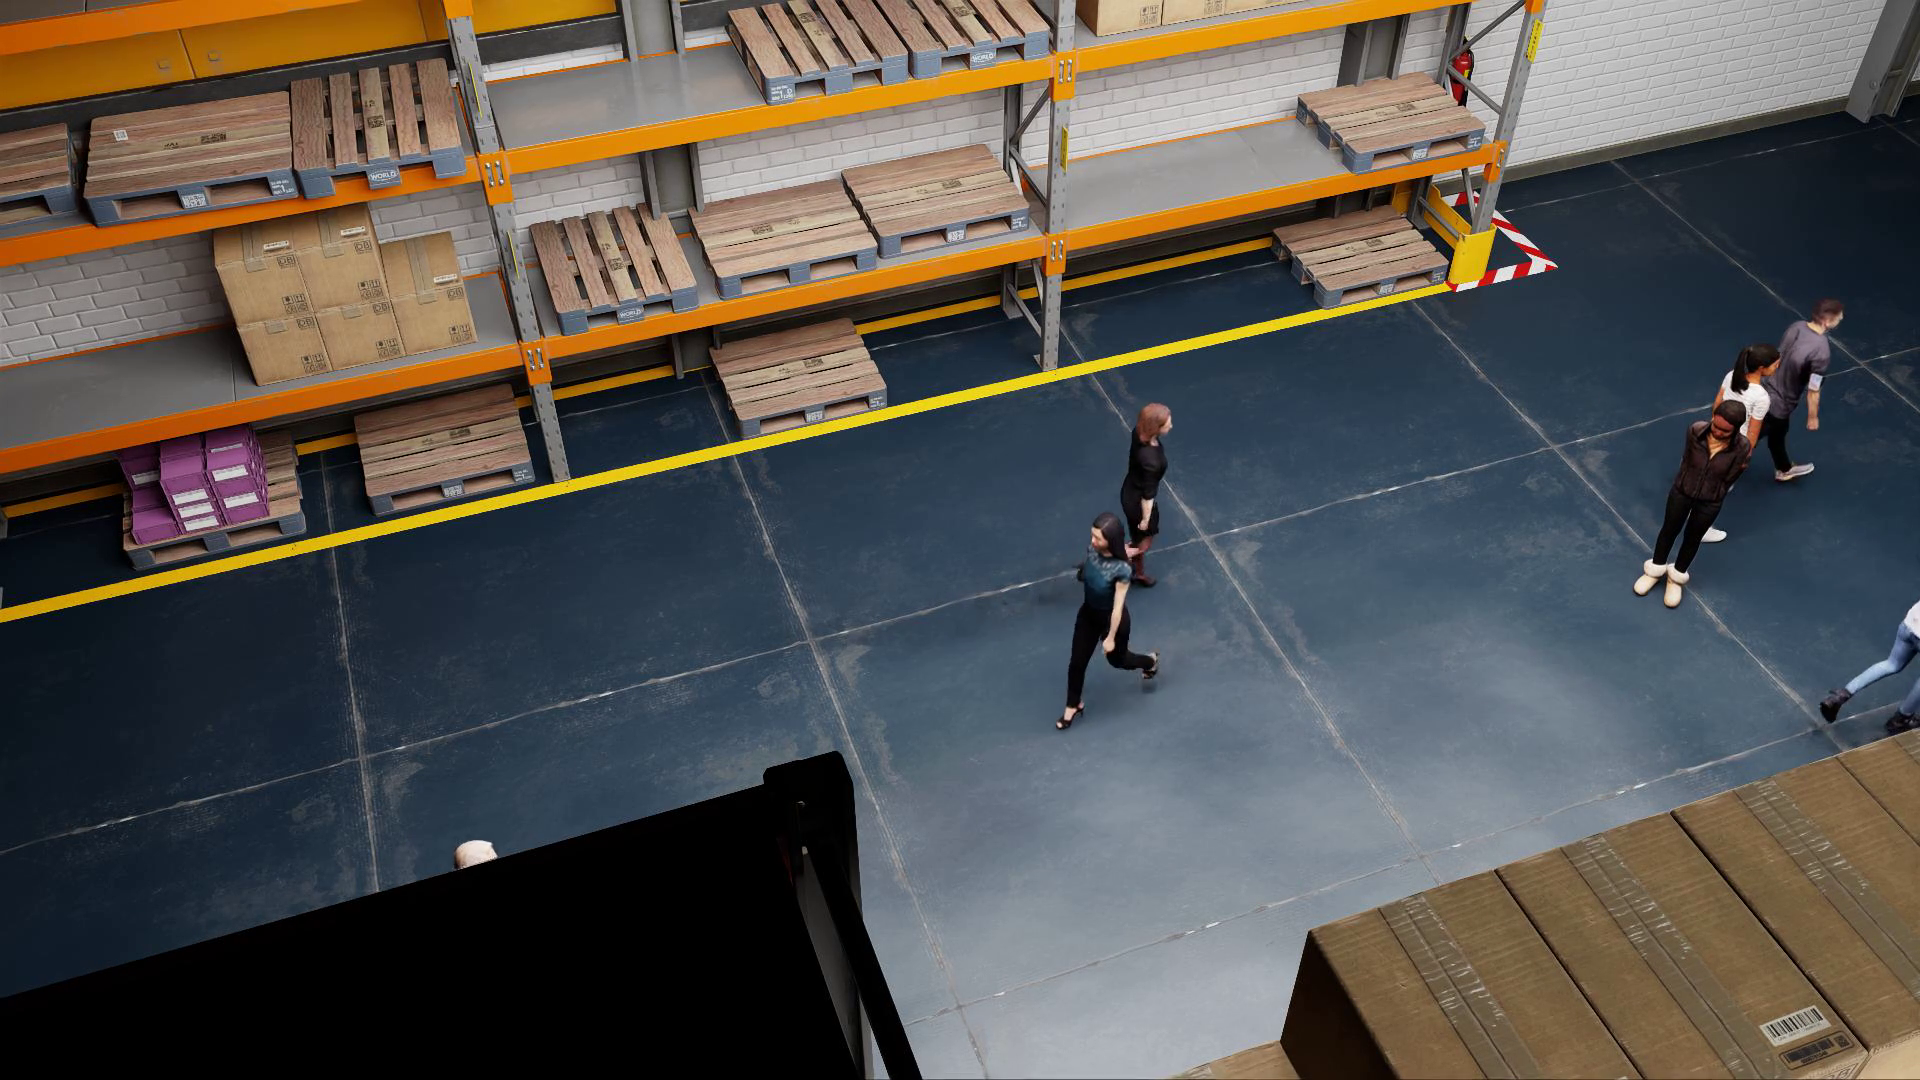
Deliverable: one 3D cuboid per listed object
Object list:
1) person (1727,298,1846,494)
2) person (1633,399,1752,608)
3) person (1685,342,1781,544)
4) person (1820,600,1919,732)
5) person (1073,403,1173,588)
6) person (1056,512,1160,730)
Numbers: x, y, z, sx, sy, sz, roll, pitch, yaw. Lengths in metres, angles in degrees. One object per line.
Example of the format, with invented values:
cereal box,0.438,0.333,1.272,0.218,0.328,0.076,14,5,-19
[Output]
person,5.776,-0.983,11.943,1.202,1.713,0.903,0,44,0
person,5.000,-0.313,11.278,0.705,1.661,0.765,32,52,29
person,5.391,-0.689,11.687,0.514,1.642,0.565,-13,45,-13
person,5.904,0.603,10.288,1.017,1.700,0.680,-6,44,-6
person,1.128,-0.232,11.175,0.906,1.686,0.683,-8,44,-8
person,0.965,0.487,10.402,1.102,1.711,0.771,-27,50,-25
